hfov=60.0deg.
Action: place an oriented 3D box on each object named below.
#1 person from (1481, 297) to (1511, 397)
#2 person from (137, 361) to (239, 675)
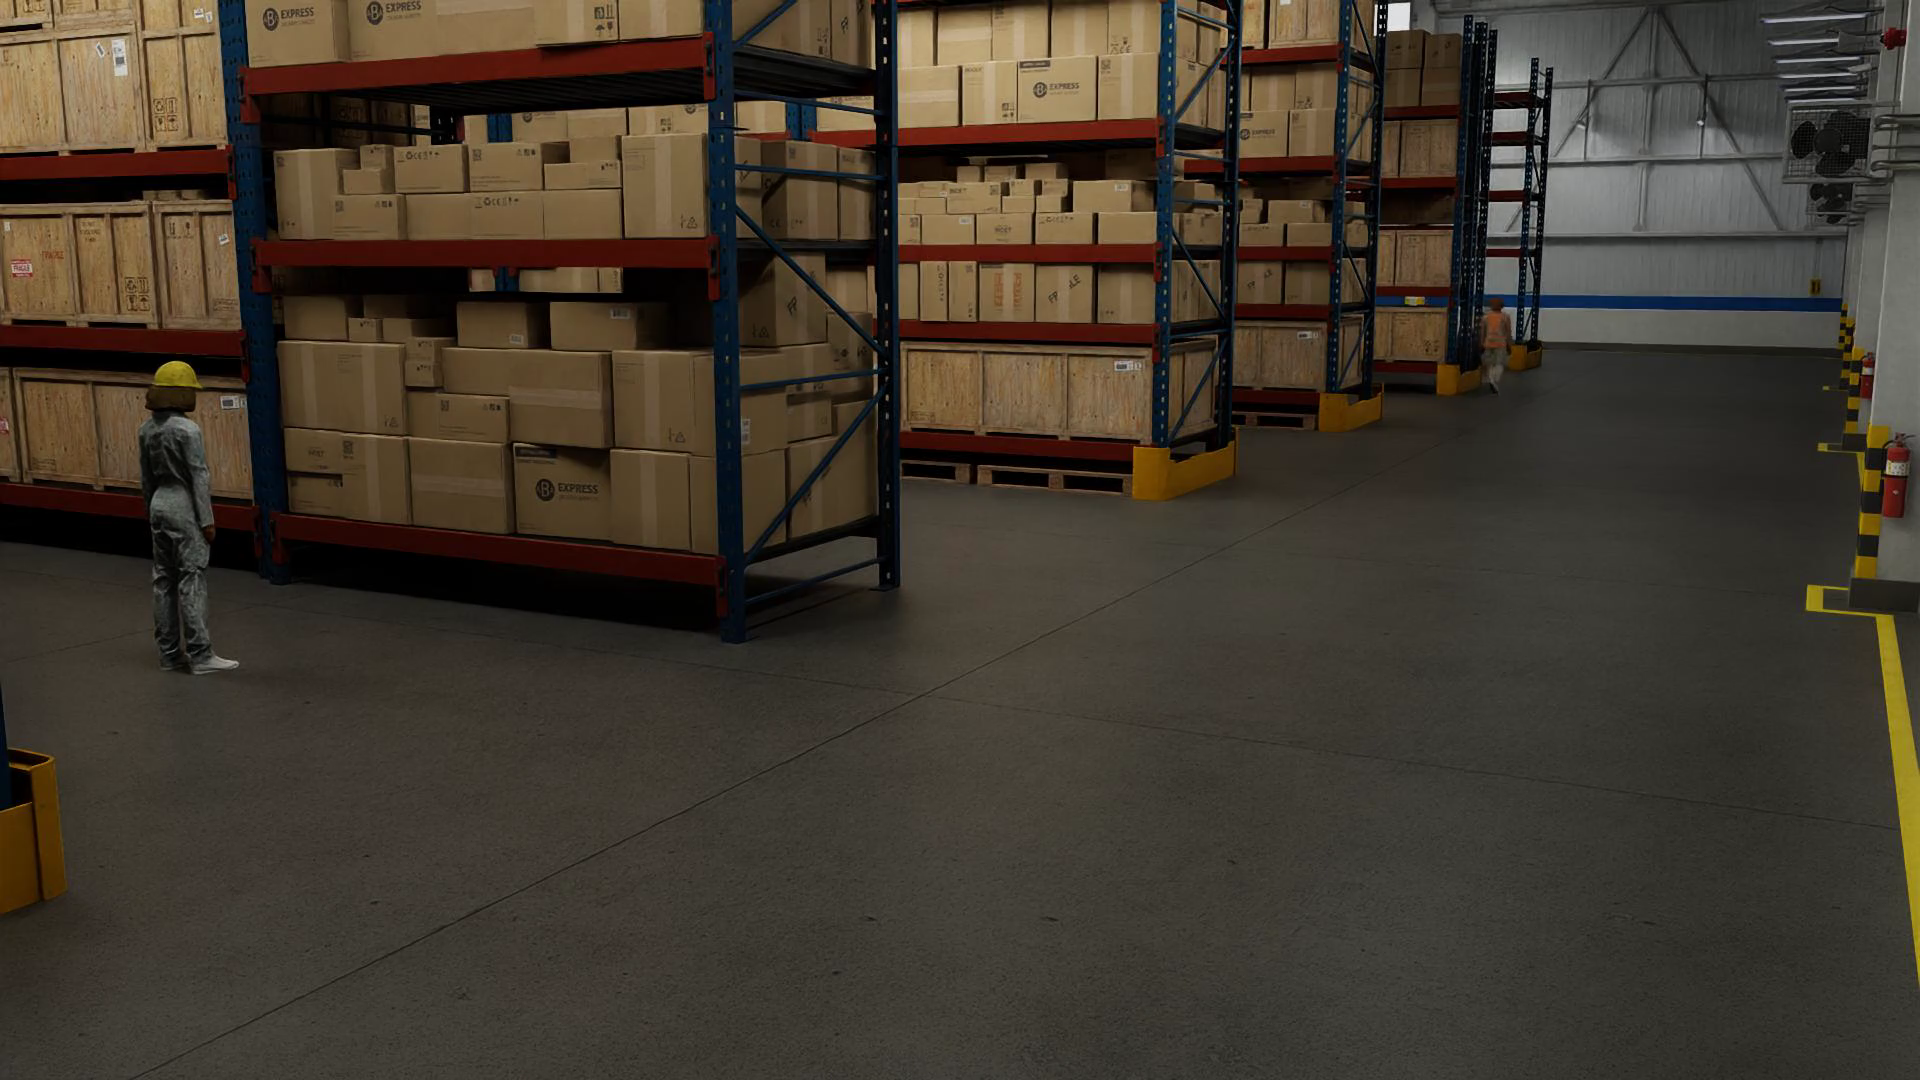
[{"bbox_3d":[8.683,-3.130,26.983,0.531,1.619,0.392,8,13,39],"label":"person"},{"bbox_3d":[-4.322,-0.122,9.261,0.483,1.737,0.311,5,11,28],"label":"person"}]
